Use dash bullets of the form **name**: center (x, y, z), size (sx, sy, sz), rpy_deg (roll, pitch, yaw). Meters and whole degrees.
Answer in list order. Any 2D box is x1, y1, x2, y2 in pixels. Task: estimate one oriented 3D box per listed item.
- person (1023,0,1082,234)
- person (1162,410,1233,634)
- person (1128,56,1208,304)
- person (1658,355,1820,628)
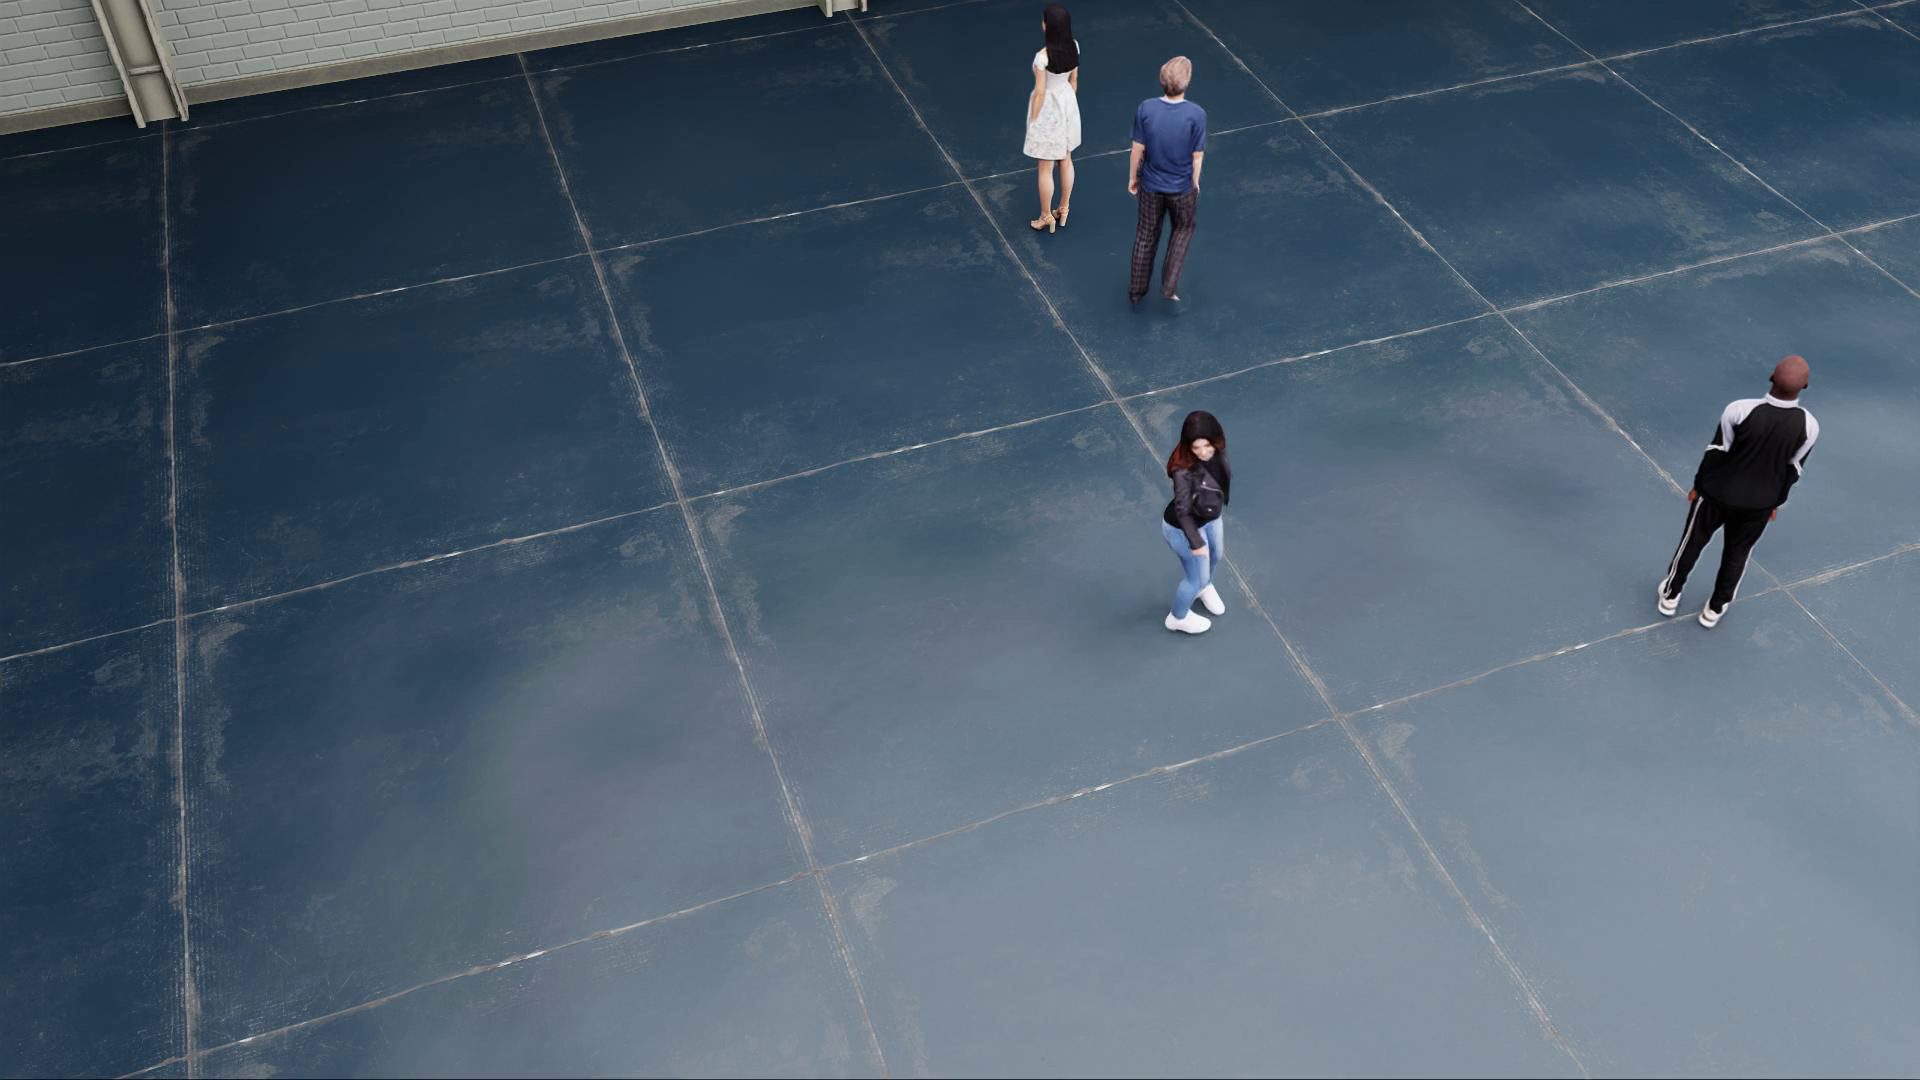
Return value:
- **person**: center (0.684, -3.088, 12.221), size (0.678, 1.775, 0.790), rpy_deg (-28, 50, -27)
- **person**: center (1.236, -0.088, 9.129), size (0.850, 1.610, 0.755), rpy_deg (14, 45, 15)
- **person**: center (1.419, -2.402, 11.421), size (0.802, 1.864, 0.873), rpy_deg (10, 44, 11)
- **person**: center (4.286, -0.261, 9.159), size (0.710, 1.822, 0.789), rpy_deg (14, 45, 15)
